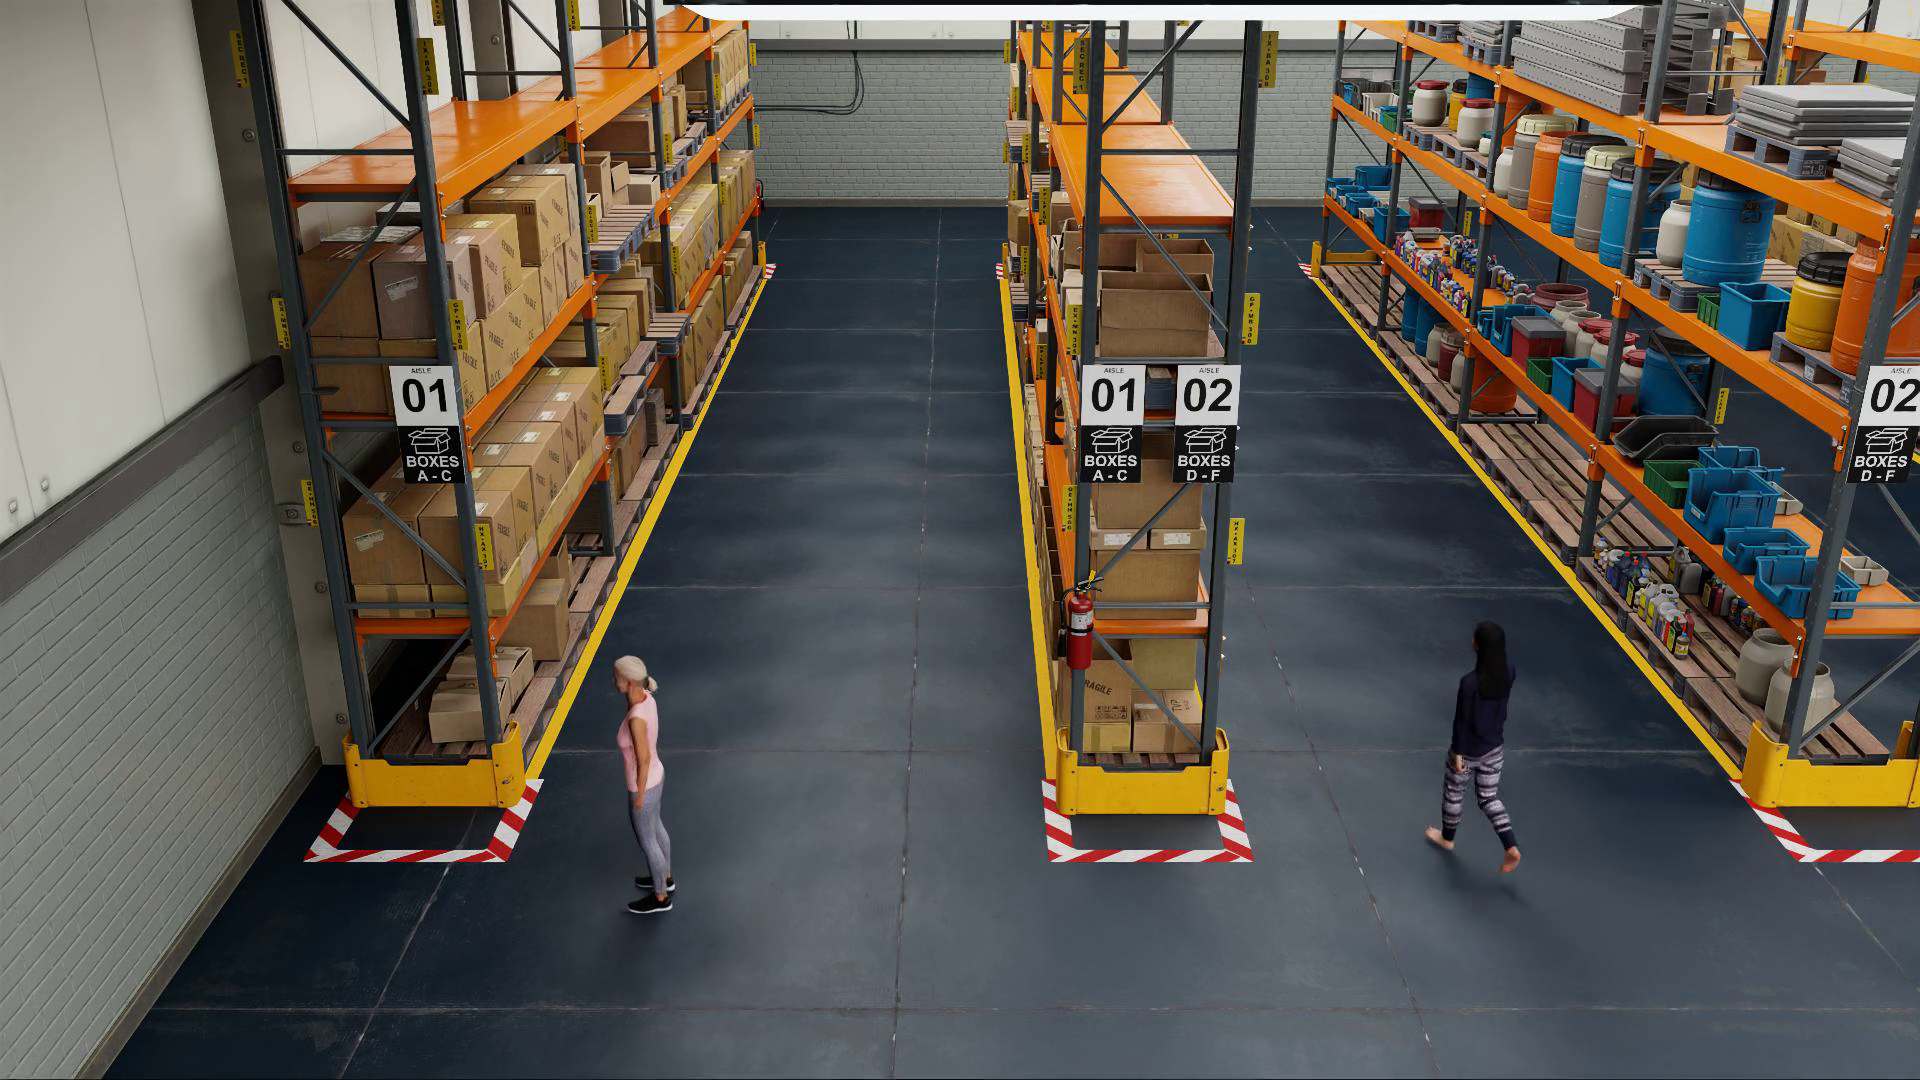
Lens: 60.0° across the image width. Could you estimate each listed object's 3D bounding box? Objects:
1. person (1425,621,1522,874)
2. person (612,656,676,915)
[{"bbox_3d":[3.383,1.342,10.655,0.854,1.709,1.077,-10,24,-22],"label":"person"},{"bbox_3d":[-1.942,1.492,10.269,0.607,1.723,0.426,0,22,-1],"label":"person"}]
